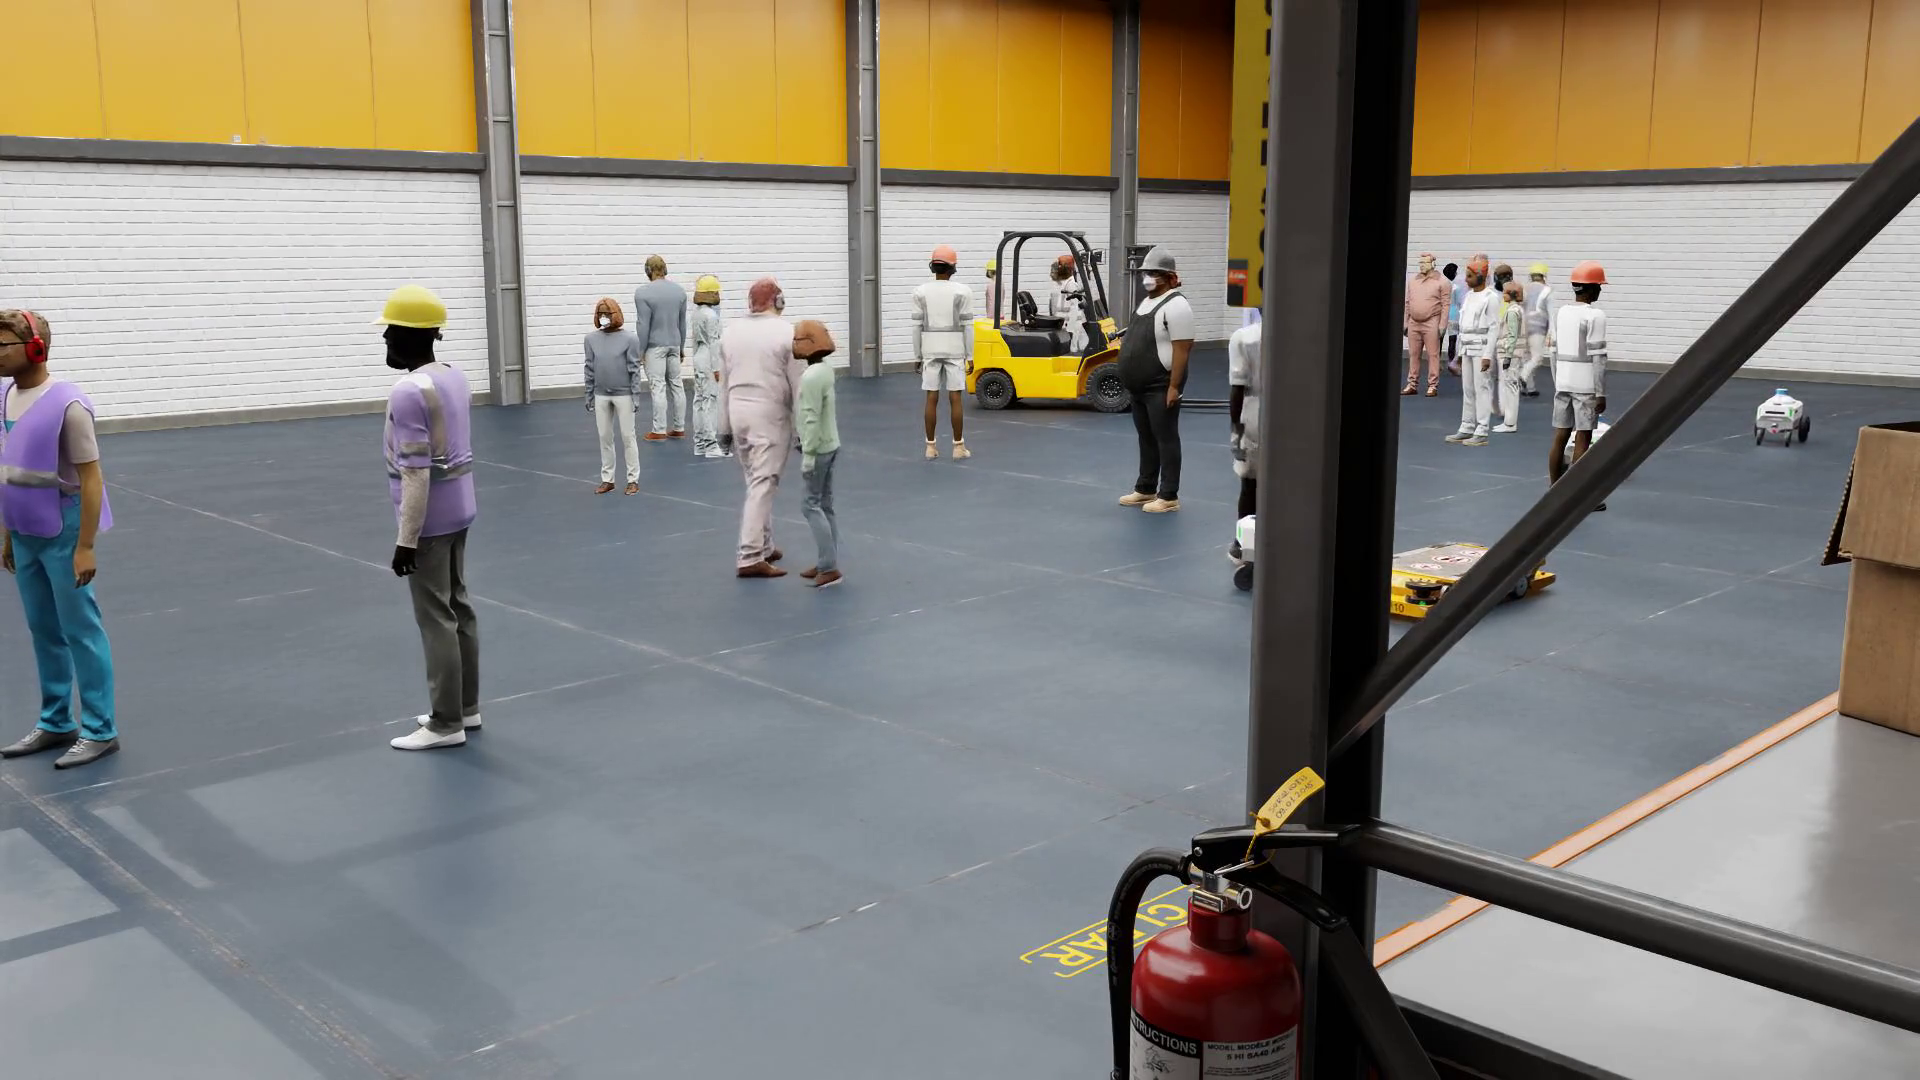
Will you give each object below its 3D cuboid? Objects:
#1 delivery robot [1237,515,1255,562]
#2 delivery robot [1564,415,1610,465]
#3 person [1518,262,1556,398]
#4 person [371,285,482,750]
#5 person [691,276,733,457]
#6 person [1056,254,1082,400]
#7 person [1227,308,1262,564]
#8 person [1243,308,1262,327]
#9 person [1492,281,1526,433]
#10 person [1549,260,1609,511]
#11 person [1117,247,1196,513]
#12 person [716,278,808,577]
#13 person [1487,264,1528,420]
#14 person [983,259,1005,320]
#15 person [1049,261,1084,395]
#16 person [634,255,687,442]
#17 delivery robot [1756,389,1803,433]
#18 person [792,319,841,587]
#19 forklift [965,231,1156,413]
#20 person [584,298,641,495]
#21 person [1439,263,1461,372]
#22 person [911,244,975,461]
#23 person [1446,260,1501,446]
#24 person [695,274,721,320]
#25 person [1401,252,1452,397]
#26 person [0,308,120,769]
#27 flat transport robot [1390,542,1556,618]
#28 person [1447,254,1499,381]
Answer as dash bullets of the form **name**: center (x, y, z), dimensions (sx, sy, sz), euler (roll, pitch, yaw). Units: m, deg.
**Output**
- **delivery robot**: center (2.034, -0.012, 10.006), dimensions (0.707, 0.478, 0.477), euler (5, 11, 24)
- **delivery robot**: center (5.580, -0.863, 14.646), dimensions (0.477, 0.478, 0.707), euler (7, 13, 34)
- **person**: center (7.404, -2.718, 21.646), dimensions (0.799, 1.795, 0.610), euler (-9, 14, -41)
- **person**: center (-2.213, -0.090, 6.935), dimensions (0.356, 1.930, 0.592), euler (0, 10, 3)
- **person**: center (-2.418, -1.673, 16.075), dimensions (0.300, 1.745, 0.483), euler (-6, 12, -30)
- **person**: center (1.407, -2.757, 21.612), dimensions (0.362, 1.883, 0.576), euler (0, 10, -2)
- **person**: center (1.978, -0.733, 10.502), dimensions (0.615, 1.934, 0.911), euler (-1, 10, -5)
- **person**: center (2.808, -1.649, 15.431), dimensions (0.373, 1.934, 0.563), euler (0, 10, 1)
- **person**: center (5.966, -1.979, 18.035), dimensions (0.306, 1.637, 0.523), euler (4, 11, 21)
- **person**: center (4.818, -1.191, 12.920), dimensions (0.354, 1.939, 0.544), euler (-4, 11, -22)
- **person**: center (1.483, -1.238, 12.896), dimensions (0.539, 2.000, 0.689), euler (-4, 11, -21)
- **person**: center (-1.255, -0.714, 10.558), dimensions (0.666, 1.864, 0.689), euler (7, 12, 33)
- **person**: center (6.303, -2.317, 19.462), dimensions (0.642, 1.794, 0.983), euler (2, 11, 12)
- **person**: center (0.505, -3.341, 25.117), dimensions (0.319, 1.766, 0.534), euler (4, 11, 22)
- **person**: center (1.361, -2.821, 22.206), dimensions (0.918, 1.802, 0.513), euler (7, 12, 33)
- **person**: center (-3.093, -1.973, 17.204), dimensions (0.376, 1.931, 0.629), euler (9, 14, 41)
- **delivery robot**: center (8.427, -1.310, 17.086), dimensions (0.477, 0.478, 0.707), euler (7, 13, 33)
- **person**: center (-0.883, -0.529, 10.165), dimensions (0.281, 1.639, 0.504), euler (2, 10, 8)
- **forklift**: center (1.222, -2.721, 20.561), dimensions (2.313, 2.155, 1.214), euler (2, 11, 13)
- **person**: center (-2.860, -1.179, 13.713), dimensions (0.501, 1.625, 0.282), euler (3, 11, 13)
- **person**: center (7.647, -3.479, 26.051), dimensions (0.320, 1.697, 0.531), euler (-10, 14, -43)
- **person**: center (-0.153, -1.767, 15.777), dimensions (0.605, 2.044, 0.374), euler (2, 11, 11)
- **person**: center (5.249, -1.902, 16.940), dimensions (0.354, 1.886, 0.572), euler (-3, 11, -14)
- **person**: center (-3.327, -2.715, 22.081), dimensions (0.526, 1.622, 0.447), euler (7, 13, 34)
- **person**: center (6.168, -2.859, 22.100), dimensions (0.648, 1.907, 0.409), euler (10, 14, 43)
- **person**: center (-3.658, -0.008, 6.718), dimensions (0.564, 1.845, 0.389), euler (6, 12, 29)
- **flat transport robot**: center (2.857, 0.219, 9.782), dimensions (1.431, 0.197, 0.652), euler (-10, 14, -42)
- **person**: center (7.673, -3.321, 24.746), dimensions (0.645, 1.870, 0.956), euler (-10, 14, -43)
